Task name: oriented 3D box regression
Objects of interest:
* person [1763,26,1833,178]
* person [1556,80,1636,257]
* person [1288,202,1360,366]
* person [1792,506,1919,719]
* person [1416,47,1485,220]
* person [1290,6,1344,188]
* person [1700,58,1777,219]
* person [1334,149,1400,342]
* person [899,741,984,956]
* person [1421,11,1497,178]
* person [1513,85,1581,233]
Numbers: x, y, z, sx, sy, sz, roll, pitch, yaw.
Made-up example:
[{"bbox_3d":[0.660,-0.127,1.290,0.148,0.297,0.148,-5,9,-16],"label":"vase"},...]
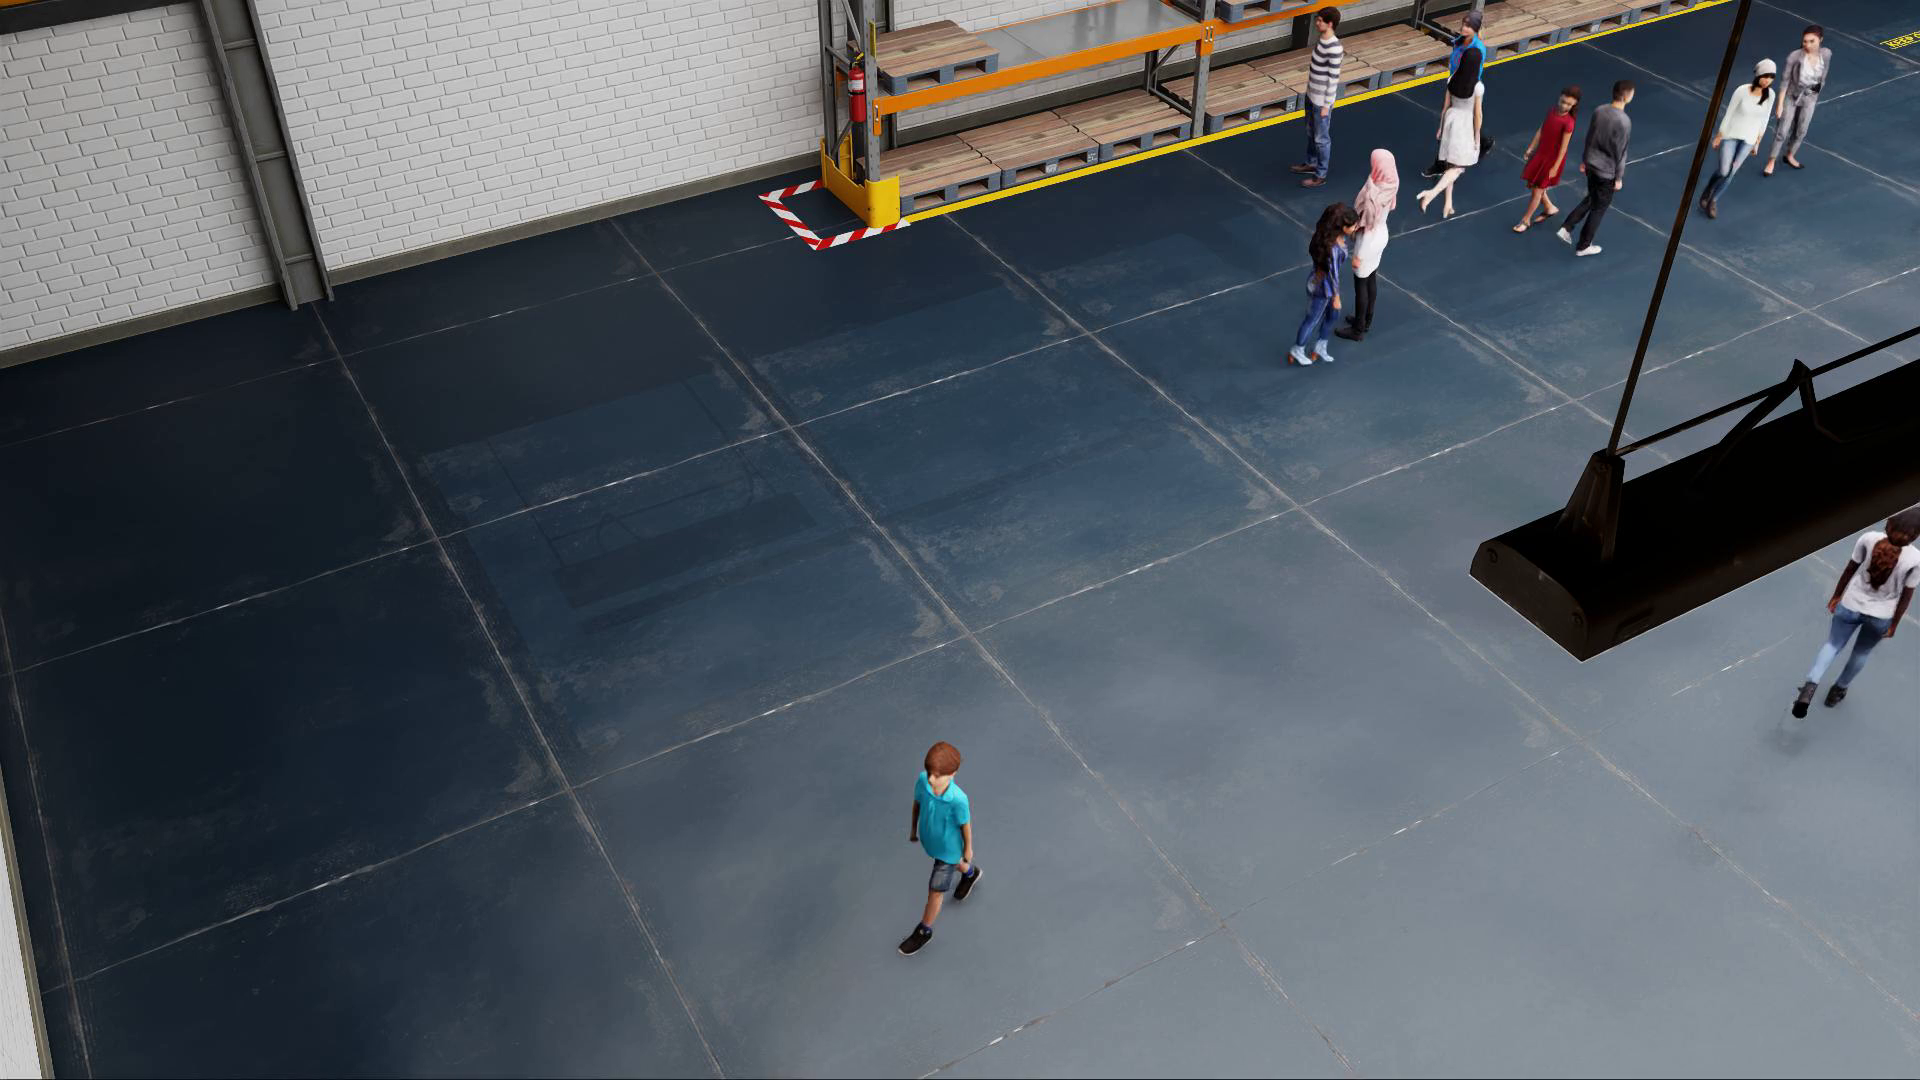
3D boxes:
[{"bbox_3d":[8.615,-4.508,17.096,0.758,1.642,0.930,-11,40,-14],"label":"person"},{"bbox_3d":[6.006,-3.485,15.728,0.752,1.751,0.691,-12,40,-14],"label":"person"},{"bbox_3d":[3.007,-2.153,14.175,0.825,1.606,0.769,5,39,7],"label":"person"},{"bbox_3d":[5.834,0.506,10.767,0.746,1.705,1.000,31,48,33],"label":"person"},{"bbox_3d":[4.802,-3.908,16.256,0.995,1.753,0.748,-29,47,-31],"label":"person"},{"bbox_3d":[3.688,-4.527,16.953,0.657,1.852,0.715,-6,39,-7],"label":"person"},{"bbox_3d":[7.695,-4.008,16.475,0.716,1.635,0.790,6,39,7],"label":"person"},{"bbox_3d":[3.594,-2.583,14.556,0.774,1.803,0.656,25,45,28],"label":"person"},{"bbox_3d":[-0.056,1.672,9.538,0.708,1.418,1.028,31,48,33],"label":"person"},{"bbox_3d":[5.216,-4.542,17.035,1.071,1.771,0.750,-11,40,-14],"label":"person"},{"bbox_3d":[5.764,-3.726,16.206,0.770,1.532,0.678,-7,39,-9],"label":"person"}]
